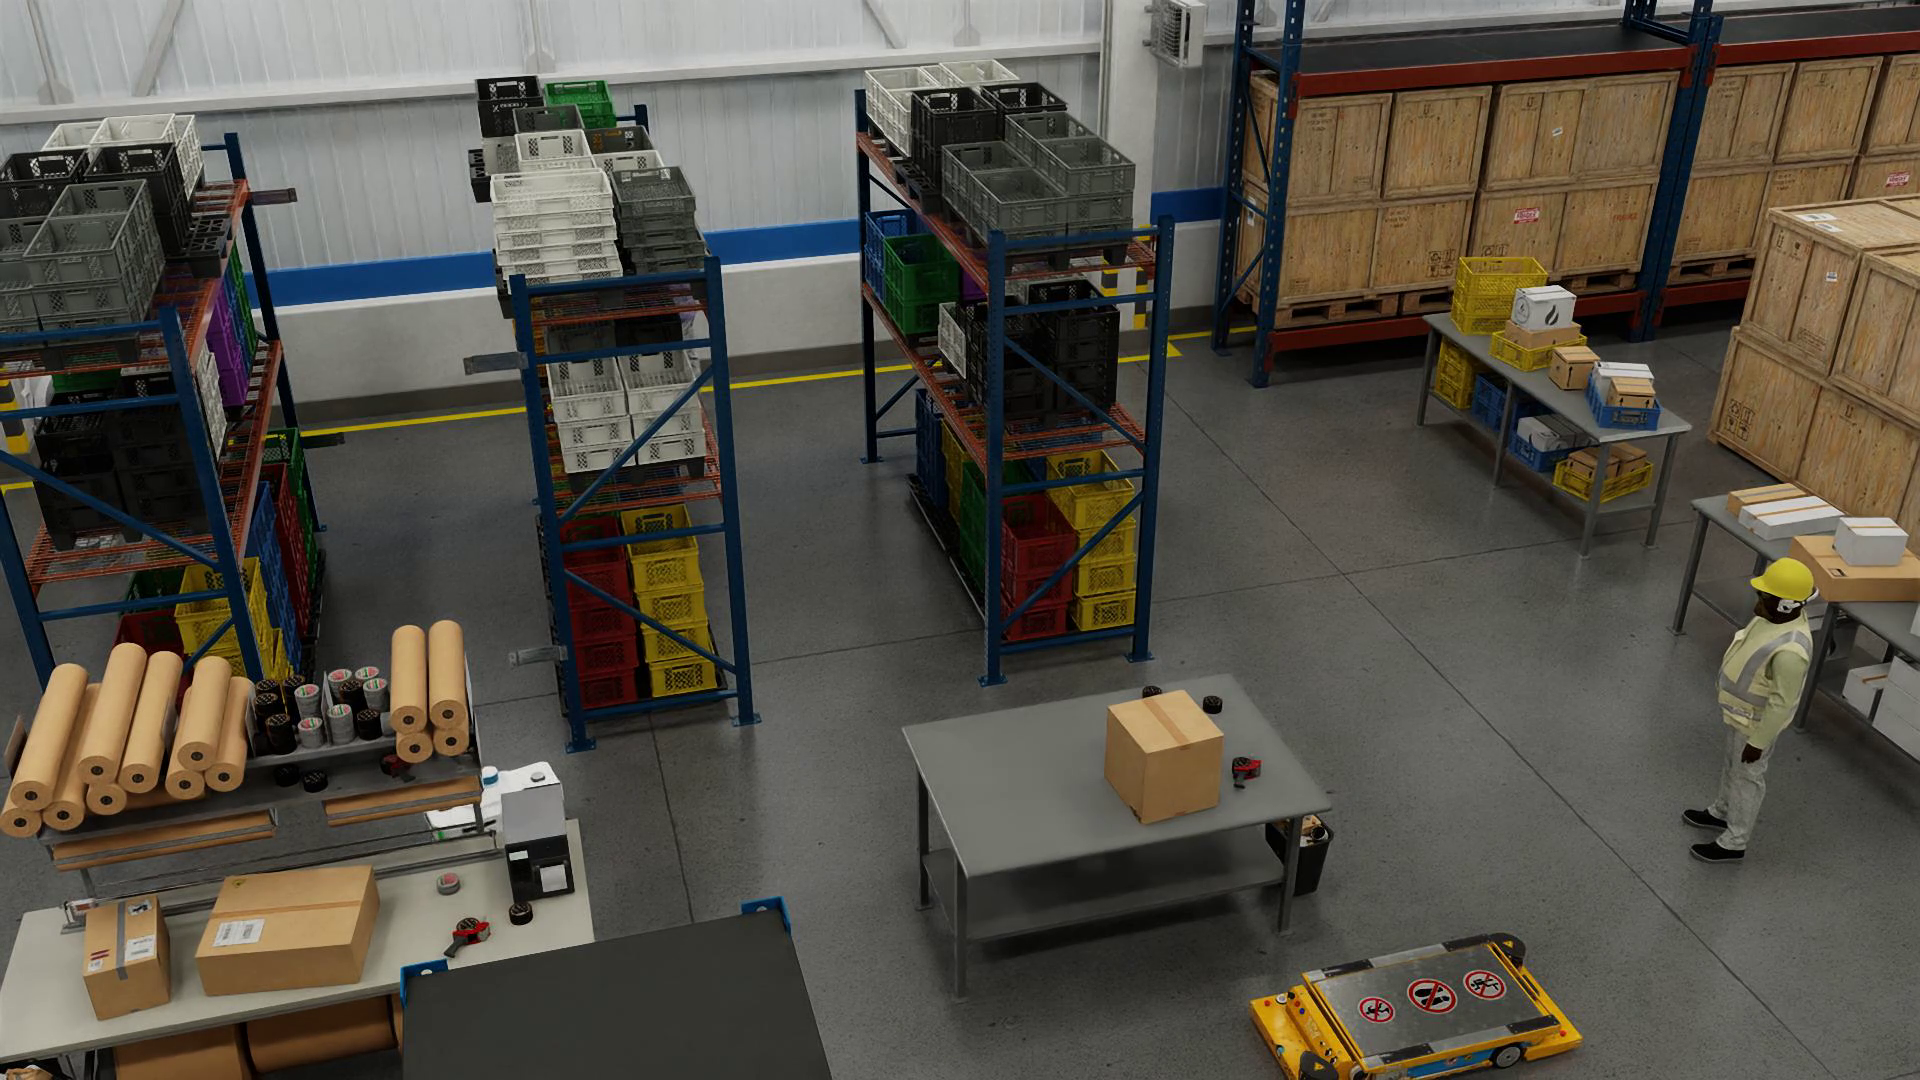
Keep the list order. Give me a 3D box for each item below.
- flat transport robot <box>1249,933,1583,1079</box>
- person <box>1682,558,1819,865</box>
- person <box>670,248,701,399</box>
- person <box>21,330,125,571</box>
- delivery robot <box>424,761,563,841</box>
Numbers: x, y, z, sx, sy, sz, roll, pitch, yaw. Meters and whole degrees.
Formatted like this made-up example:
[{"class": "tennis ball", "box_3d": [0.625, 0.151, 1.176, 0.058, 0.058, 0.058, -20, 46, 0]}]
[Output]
[{"class": "flat transport robot", "box_3d": [2.184, 2.282, 7.980, 1.431, 0.197, 0.652, -8, 30, -14]}, {"class": "person", "box_3d": [4.224, 0.908, 8.869, 0.403, 1.834, 0.589, 8, 30, 14]}, {"class": "person", "box_3d": [-2.358, -1.820, 13.727, 0.372, 1.940, 0.627, 2, 29, 3]}, {"class": "person", "box_3d": [-6.283, -0.657, 11.667, 0.574, 1.883, 0.356, 18, 33, 29]}, {"class": "delivery robot", "box_3d": [-2.550, 1.460, 9.090, 0.707, 0.478, 0.477, -15, 32, -26]}]
